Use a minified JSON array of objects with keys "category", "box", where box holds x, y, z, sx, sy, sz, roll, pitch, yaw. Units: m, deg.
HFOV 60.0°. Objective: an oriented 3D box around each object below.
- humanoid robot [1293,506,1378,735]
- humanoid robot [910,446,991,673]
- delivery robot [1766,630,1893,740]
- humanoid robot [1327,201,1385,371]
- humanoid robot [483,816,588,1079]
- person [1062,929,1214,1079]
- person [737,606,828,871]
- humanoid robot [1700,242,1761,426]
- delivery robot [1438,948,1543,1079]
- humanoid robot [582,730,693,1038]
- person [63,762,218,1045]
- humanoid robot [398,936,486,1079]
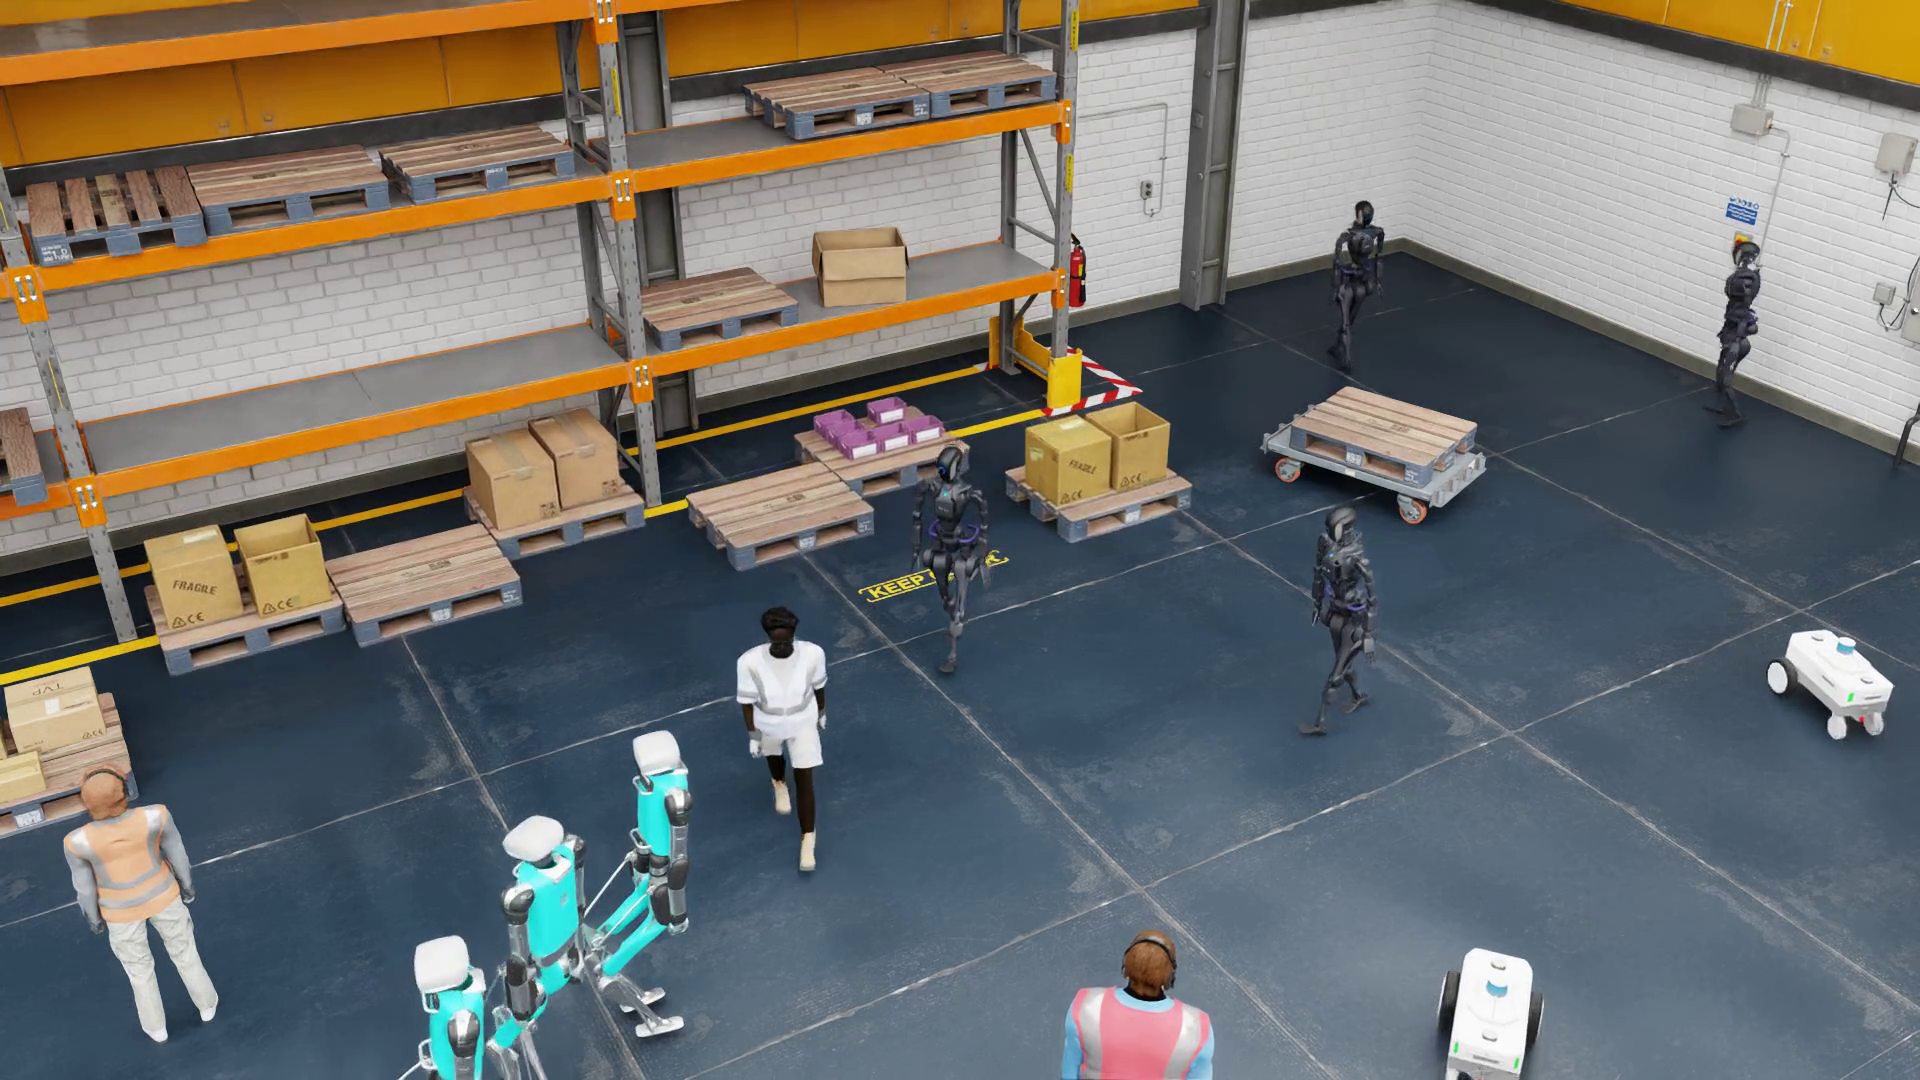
[{"category":"humanoid robot","box":[2.460,0.504,10.679,0.753,1.626,0.609,-16,33,-25]},{"category":"humanoid robot","box":[-0.077,0.100,11.405,0.615,1.621,0.770,11,31,19]},{"category":"delivery robot","box":[5.814,0.922,11.072,0.499,0.614,0.818,-5,30,-9]},{"category":"humanoid robot","box":[3.821,-2.430,15.871,0.589,1.634,0.722,-12,31,-20]},{"category":"humanoid robot","box":[-2.087,2.056,7.913,0.673,1.853,0.539,13,32,21]},{"category":"person","box":[0.747,2.412,7.120,0.638,1.831,0.430,6,30,10]},{"category":"person","box":[-1.020,1.067,9.681,0.525,1.638,0.899,-4,30,-8]},{"category":"humanoid robot","box":[6.945,-1.853,14.822,0.407,1.637,0.609,6,30,10]},{"category":"delivery robot","box":[2.674,2.424,8.392,0.499,0.593,0.789,10,31,18]},{"category":"humanoid robot","box":[-1.659,1.760,8.274,0.741,1.695,0.530,-16,33,-26]},{"category":"person","box":[-4.107,1.827,8.347,0.521,1.636,0.309,-19,35,-30]},{"category":"humanoid robot","box":[-2.355,2.479,7.111,0.941,1.760,0.545,-11,31,-19]}]
